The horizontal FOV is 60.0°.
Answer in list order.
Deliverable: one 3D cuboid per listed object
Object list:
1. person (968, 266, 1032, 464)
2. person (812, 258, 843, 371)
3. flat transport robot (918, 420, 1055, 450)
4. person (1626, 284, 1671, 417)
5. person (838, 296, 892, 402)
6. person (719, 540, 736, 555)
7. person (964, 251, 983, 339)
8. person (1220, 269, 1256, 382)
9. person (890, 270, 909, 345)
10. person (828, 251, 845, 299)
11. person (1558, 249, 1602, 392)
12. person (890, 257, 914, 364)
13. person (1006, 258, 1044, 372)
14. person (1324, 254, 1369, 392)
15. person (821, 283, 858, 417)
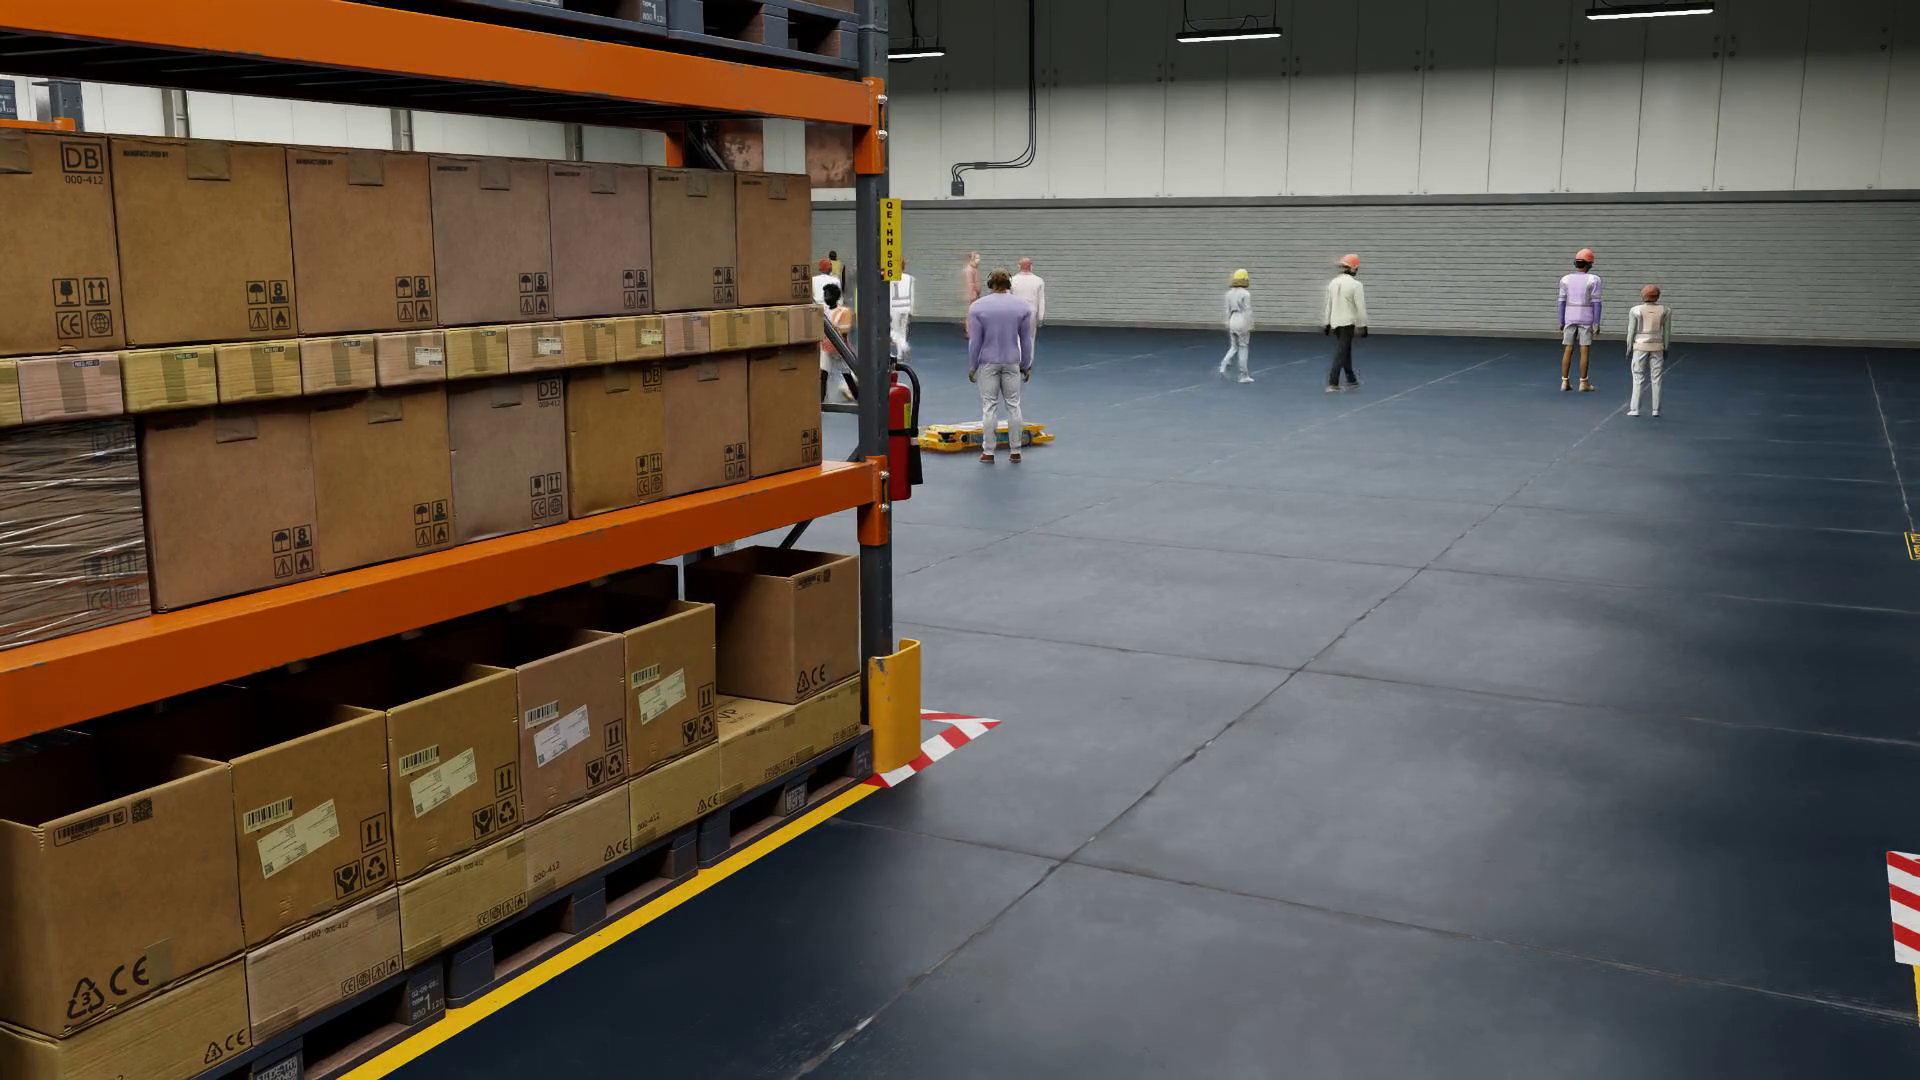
[{"bbox_3d":[0.391,-1.713,16.361,0.635,1.937,0.354,-2,11,-11],"label":"person"},{"bbox_3d":[-2.201,-3.709,27.453,0.578,1.871,0.423,5,12,26],"label":"person"},{"bbox_3d":[0.250,-1.131,17.742,1.431,0.197,0.652,-7,13,-34],"label":"flat transport robot"},{"bbox_3d":[8.508,-2.335,20.581,0.515,1.636,0.315,2,11,8],"label":"person"},{"bbox_3d":[-1.218,-2.756,22.409,0.869,1.816,0.632,-7,12,-33],"label":"person"},{"bbox_3d":[-1.618,-0.534,10.938,0.514,1.578,0.928,-2,11,-8],"label":"person"},{"bbox_3d":[0.307,-5.273,35.910,0.436,1.888,0.671,2,11,11],"label":"person"},{"bbox_3d":[4.294,-3.273,25.427,0.449,1.737,0.504,-6,12,-30],"label":"person"},{"bbox_3d":[-1.340,-4.937,33.994,0.429,1.928,0.633,2,11,9],"label":"person"},{"bbox_3d":[-3.292,-6.591,43.232,0.633,1.839,0.429,-5,11,-23],"label":"person"},{"bbox_3d":[8.927,-3.155,23.941,0.615,2.043,0.373,9,14,40],"label":"person"},{"bbox_3d":[-1.023,-3.985,28.945,0.580,1.868,0.511,-7,13,-34],"label":"person"},{"bbox_3d":[1.070,-3.719,27.485,0.651,1.879,0.892,0,10,0],"label":"person"},{"bbox_3d":[5.643,-3.109,23.897,0.920,1.955,0.662,-6,12,-29],"label":"person"},{"bbox_3d":[-1.530,-2.350,20.609,0.529,1.655,0.866,7,13,35],"label":"person"}]
